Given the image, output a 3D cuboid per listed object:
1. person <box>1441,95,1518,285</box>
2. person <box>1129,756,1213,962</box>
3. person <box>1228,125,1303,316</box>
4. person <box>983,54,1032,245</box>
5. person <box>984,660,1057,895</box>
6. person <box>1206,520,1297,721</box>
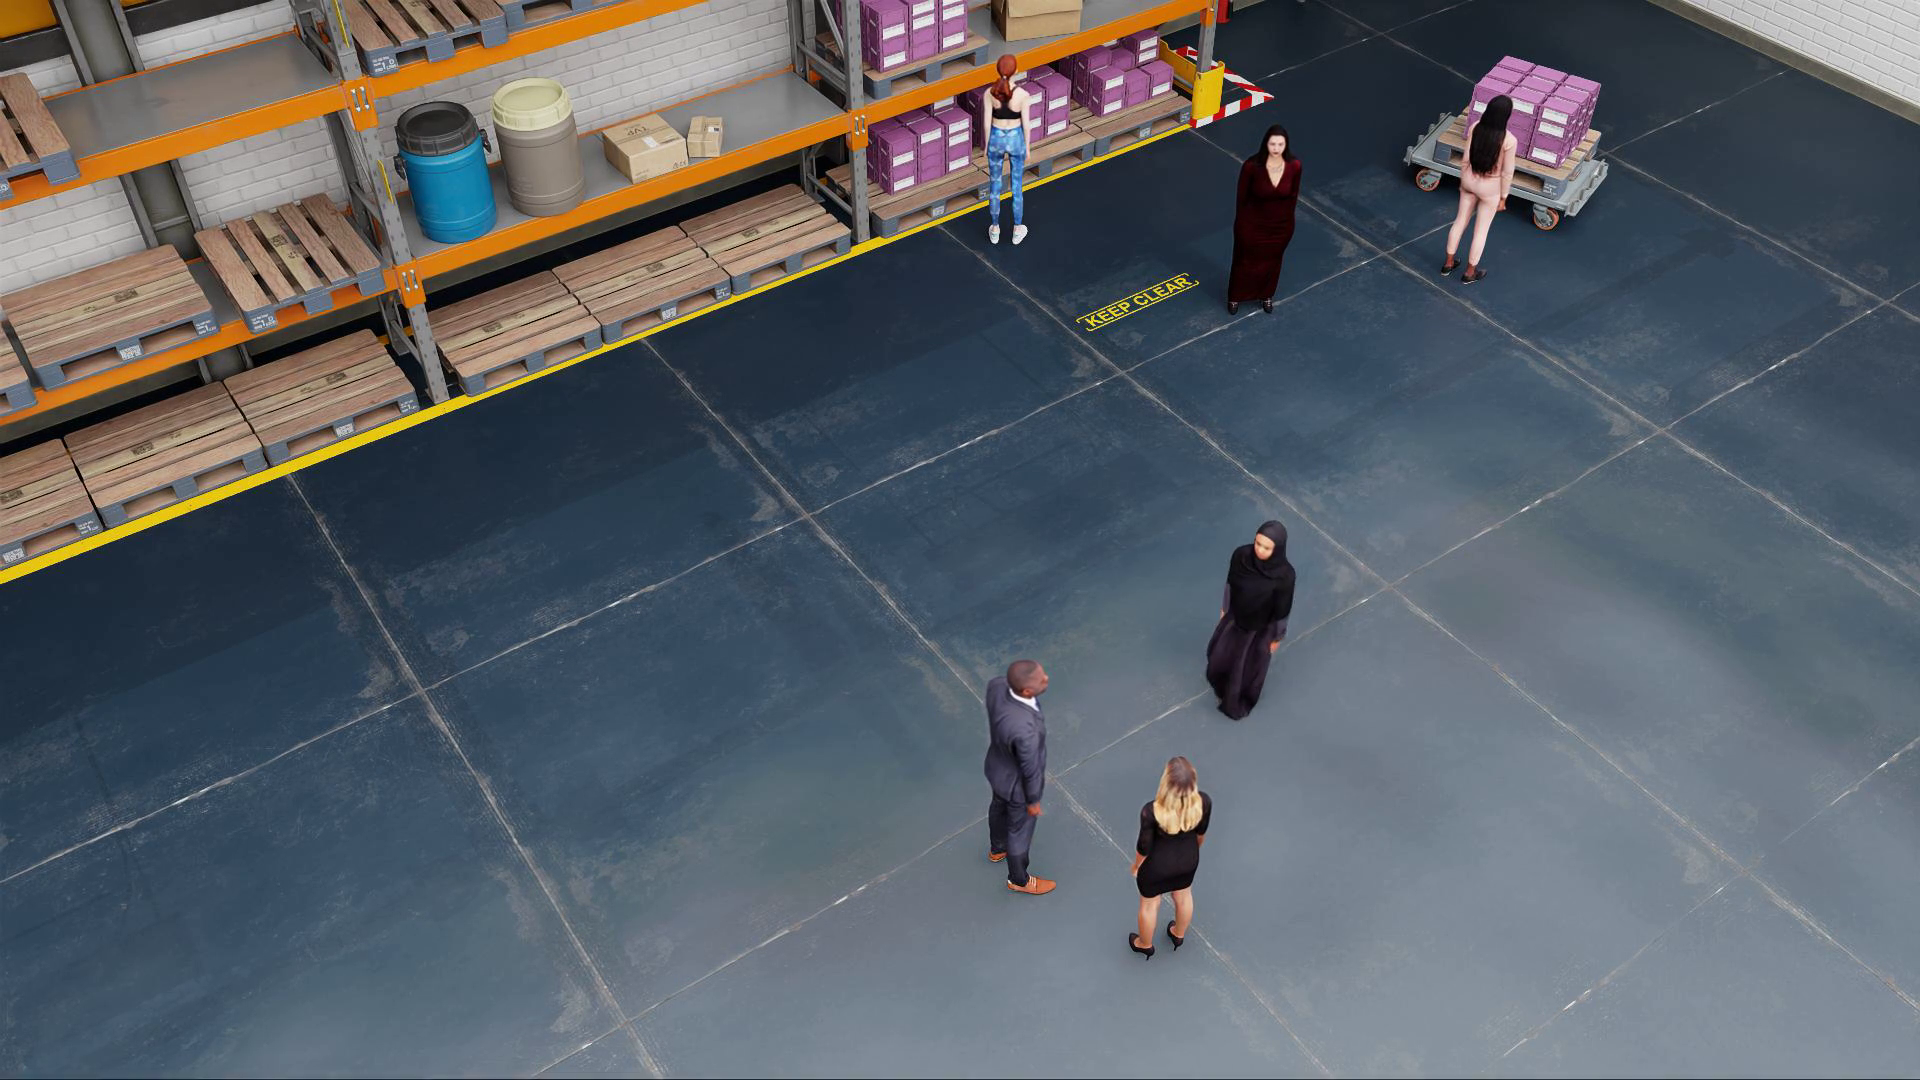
[{"bbox_3d":[4.384,-2.950,13.990,0.569,1.721,0.642,-32,52,-29],"label":"person"},{"bbox_3d":[1.137,1.753,9.085,0.500,1.677,0.658,-12,45,-12],"label":"person"},{"bbox_3d":[2.489,-2.611,13.609,0.732,1.756,0.831,-3,44,-3],"label":"person"},{"bbox_3d":[0.402,-3.376,14.391,0.685,1.784,0.750,5,44,5],"label":"person"},{"bbox_3d":[0.327,1.319,9.434,0.707,1.824,0.756,-13,45,-14],"label":"person"},{"bbox_3d":[1.888,0.454,10.497,0.743,1.609,0.832,27,50,26],"label":"person"}]
